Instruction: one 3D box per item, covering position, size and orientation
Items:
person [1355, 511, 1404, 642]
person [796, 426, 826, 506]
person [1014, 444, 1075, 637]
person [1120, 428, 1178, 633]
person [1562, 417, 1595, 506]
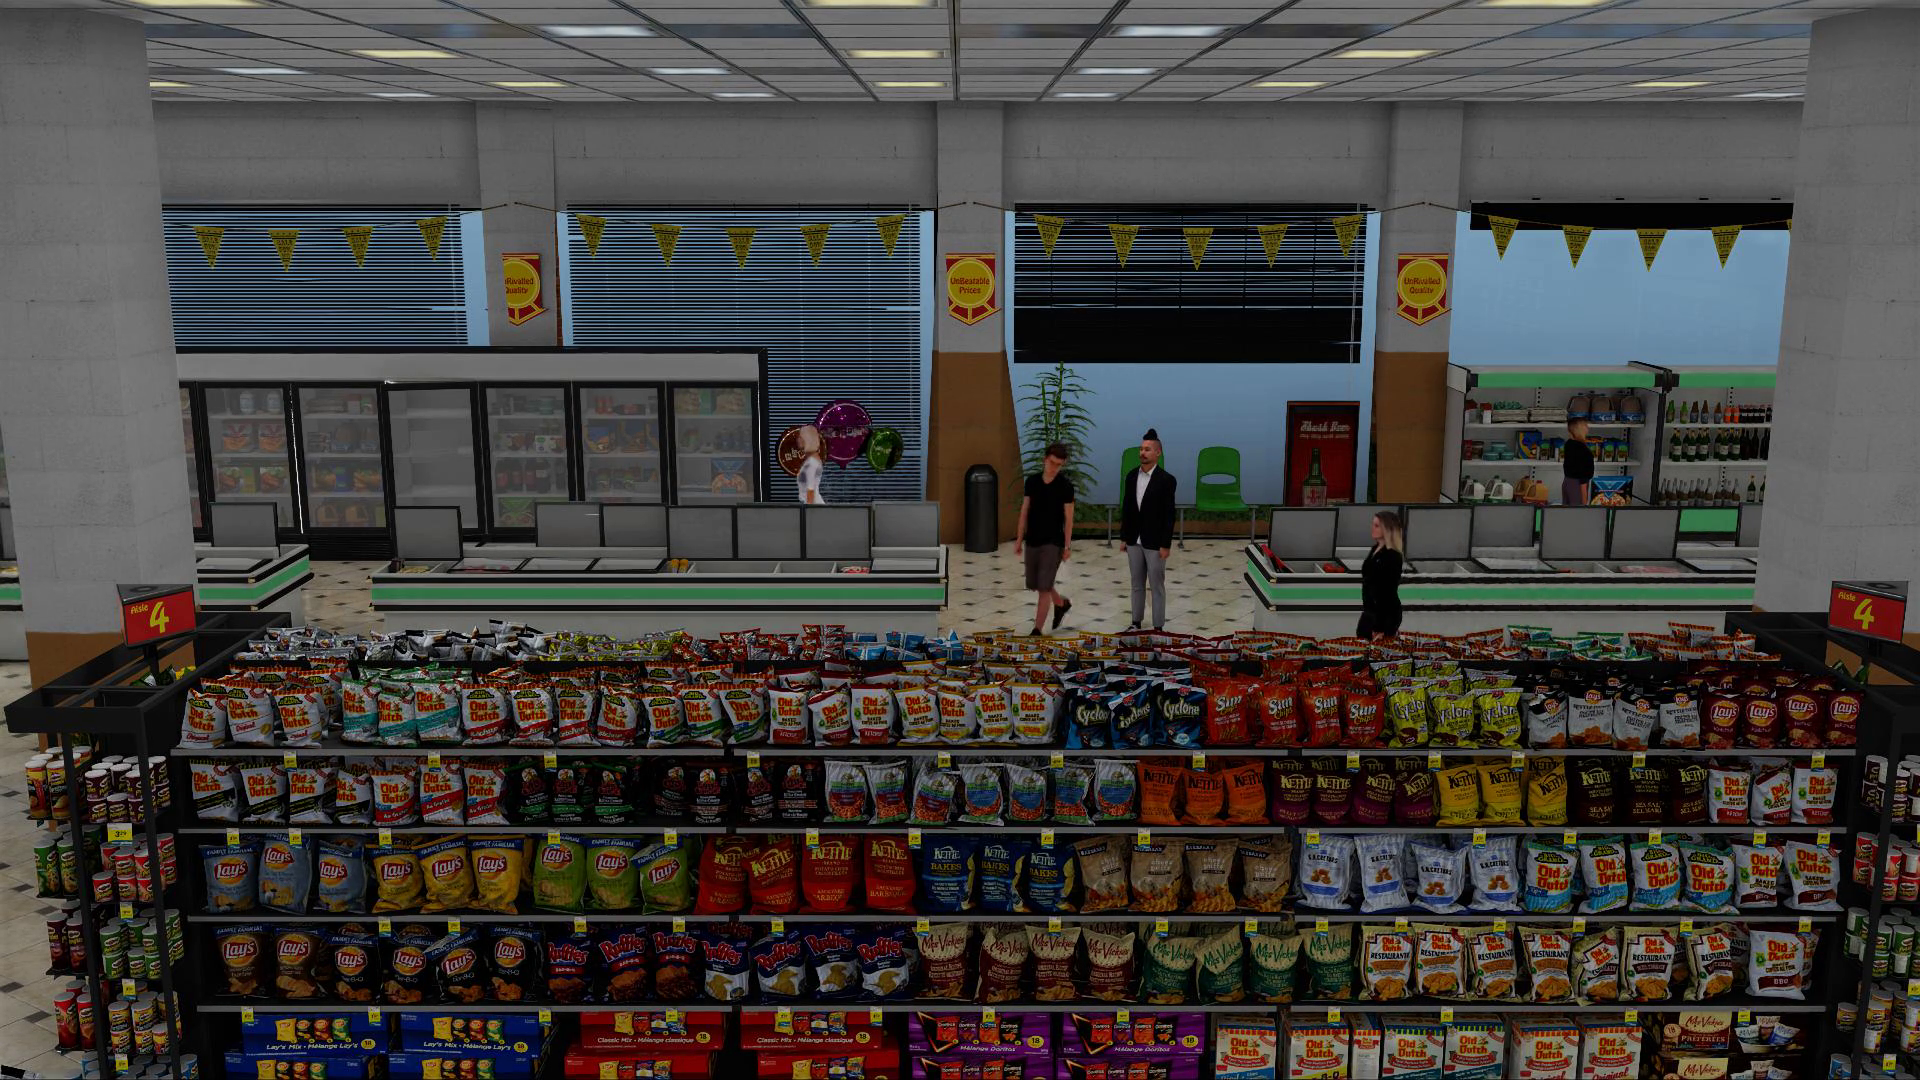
[{"bbox_3d":[3.299,0.608,12.632,0.578,1.673,0.630,0,12,-2],"label":"person"},{"bbox_3d":[-1.415,-0.272,16.657,0.826,1.737,0.619,-1,12,-4],"label":"person"},{"bbox_3d":[0.824,0.029,15.010,1.127,1.827,1.123,9,15,37],"label":"person"},{"bbox_3d":[1.705,-0.040,15.044,0.777,1.949,0.851,10,16,41],"label":"person"},{"bbox_3d":[6.610,-0.505,17.924,0.546,1.672,0.610,-1,12,-5],"label":"person"}]
